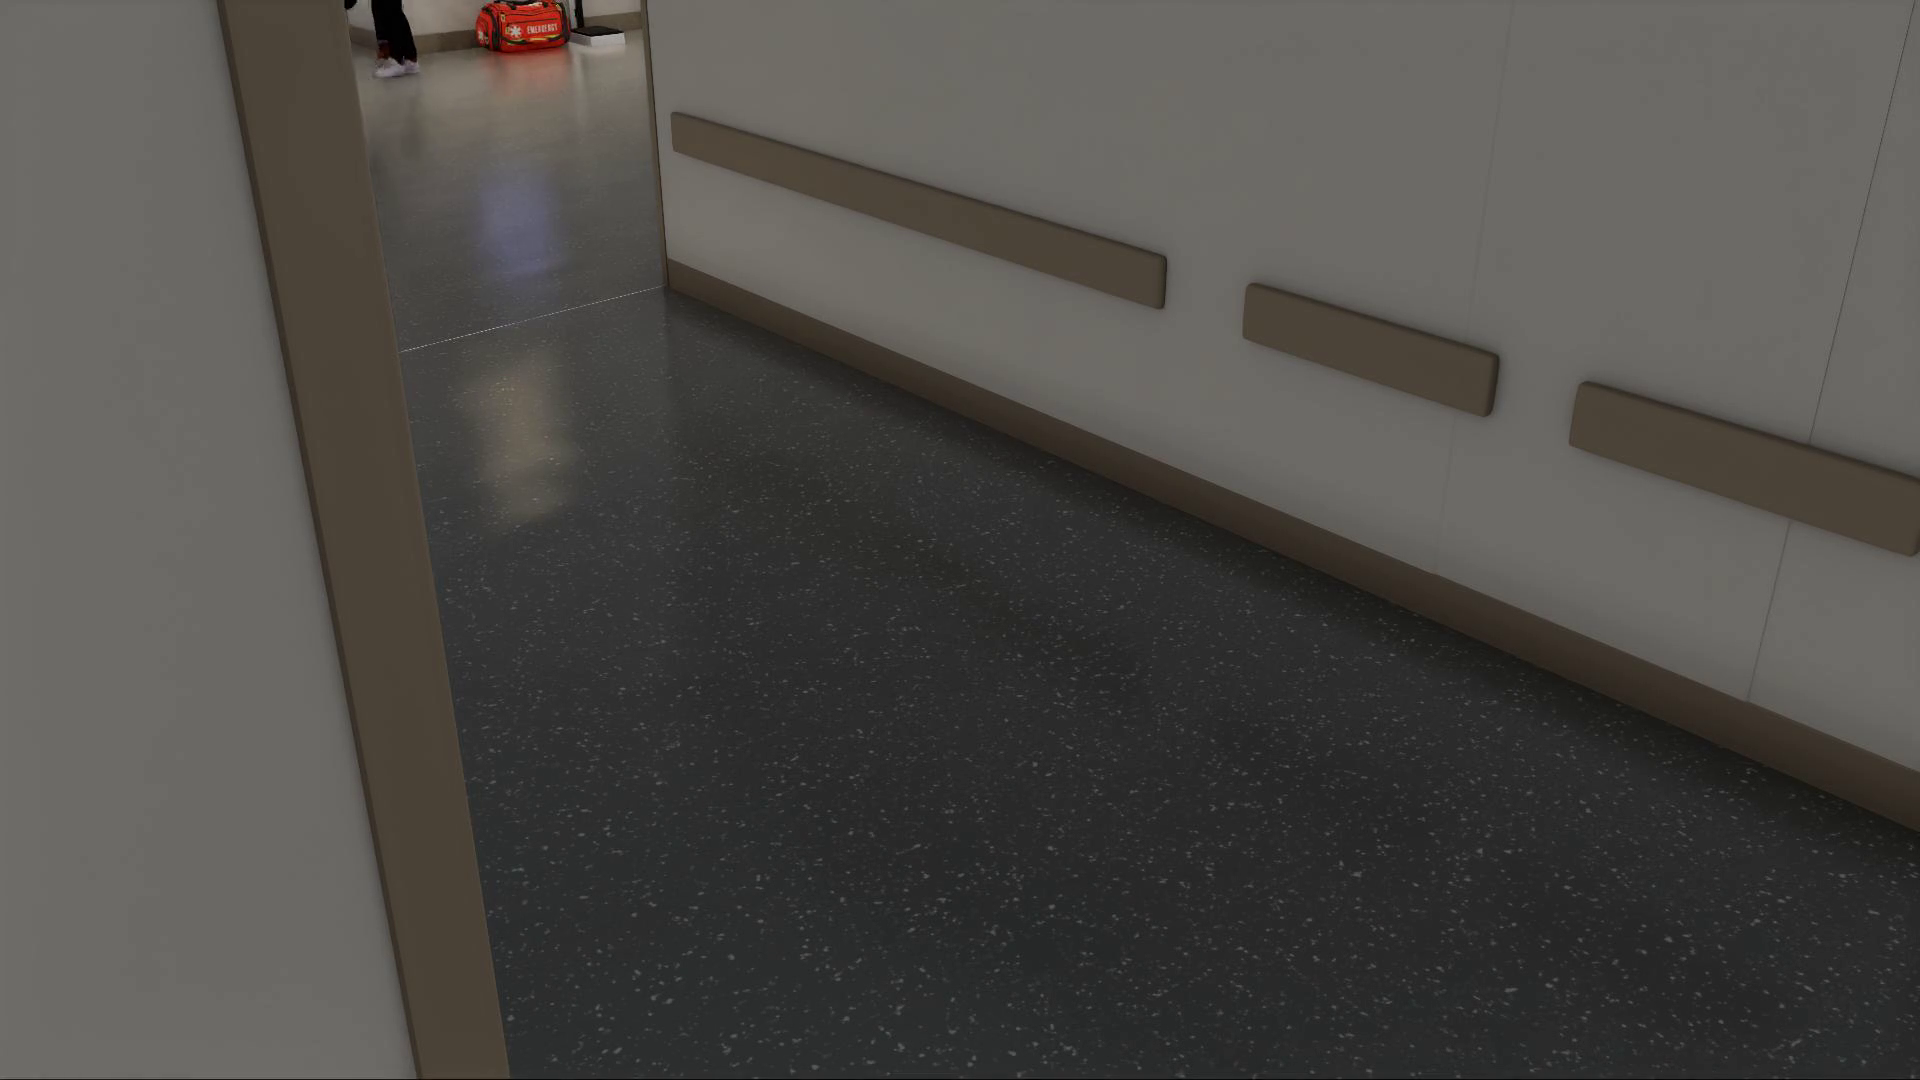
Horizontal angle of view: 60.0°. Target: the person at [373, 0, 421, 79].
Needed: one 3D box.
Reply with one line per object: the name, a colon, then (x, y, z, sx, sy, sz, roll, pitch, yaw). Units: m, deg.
person: (-4.499, -4.627, 13.249, 0.691, 1.795, 0.654, -21, 33, -37)
